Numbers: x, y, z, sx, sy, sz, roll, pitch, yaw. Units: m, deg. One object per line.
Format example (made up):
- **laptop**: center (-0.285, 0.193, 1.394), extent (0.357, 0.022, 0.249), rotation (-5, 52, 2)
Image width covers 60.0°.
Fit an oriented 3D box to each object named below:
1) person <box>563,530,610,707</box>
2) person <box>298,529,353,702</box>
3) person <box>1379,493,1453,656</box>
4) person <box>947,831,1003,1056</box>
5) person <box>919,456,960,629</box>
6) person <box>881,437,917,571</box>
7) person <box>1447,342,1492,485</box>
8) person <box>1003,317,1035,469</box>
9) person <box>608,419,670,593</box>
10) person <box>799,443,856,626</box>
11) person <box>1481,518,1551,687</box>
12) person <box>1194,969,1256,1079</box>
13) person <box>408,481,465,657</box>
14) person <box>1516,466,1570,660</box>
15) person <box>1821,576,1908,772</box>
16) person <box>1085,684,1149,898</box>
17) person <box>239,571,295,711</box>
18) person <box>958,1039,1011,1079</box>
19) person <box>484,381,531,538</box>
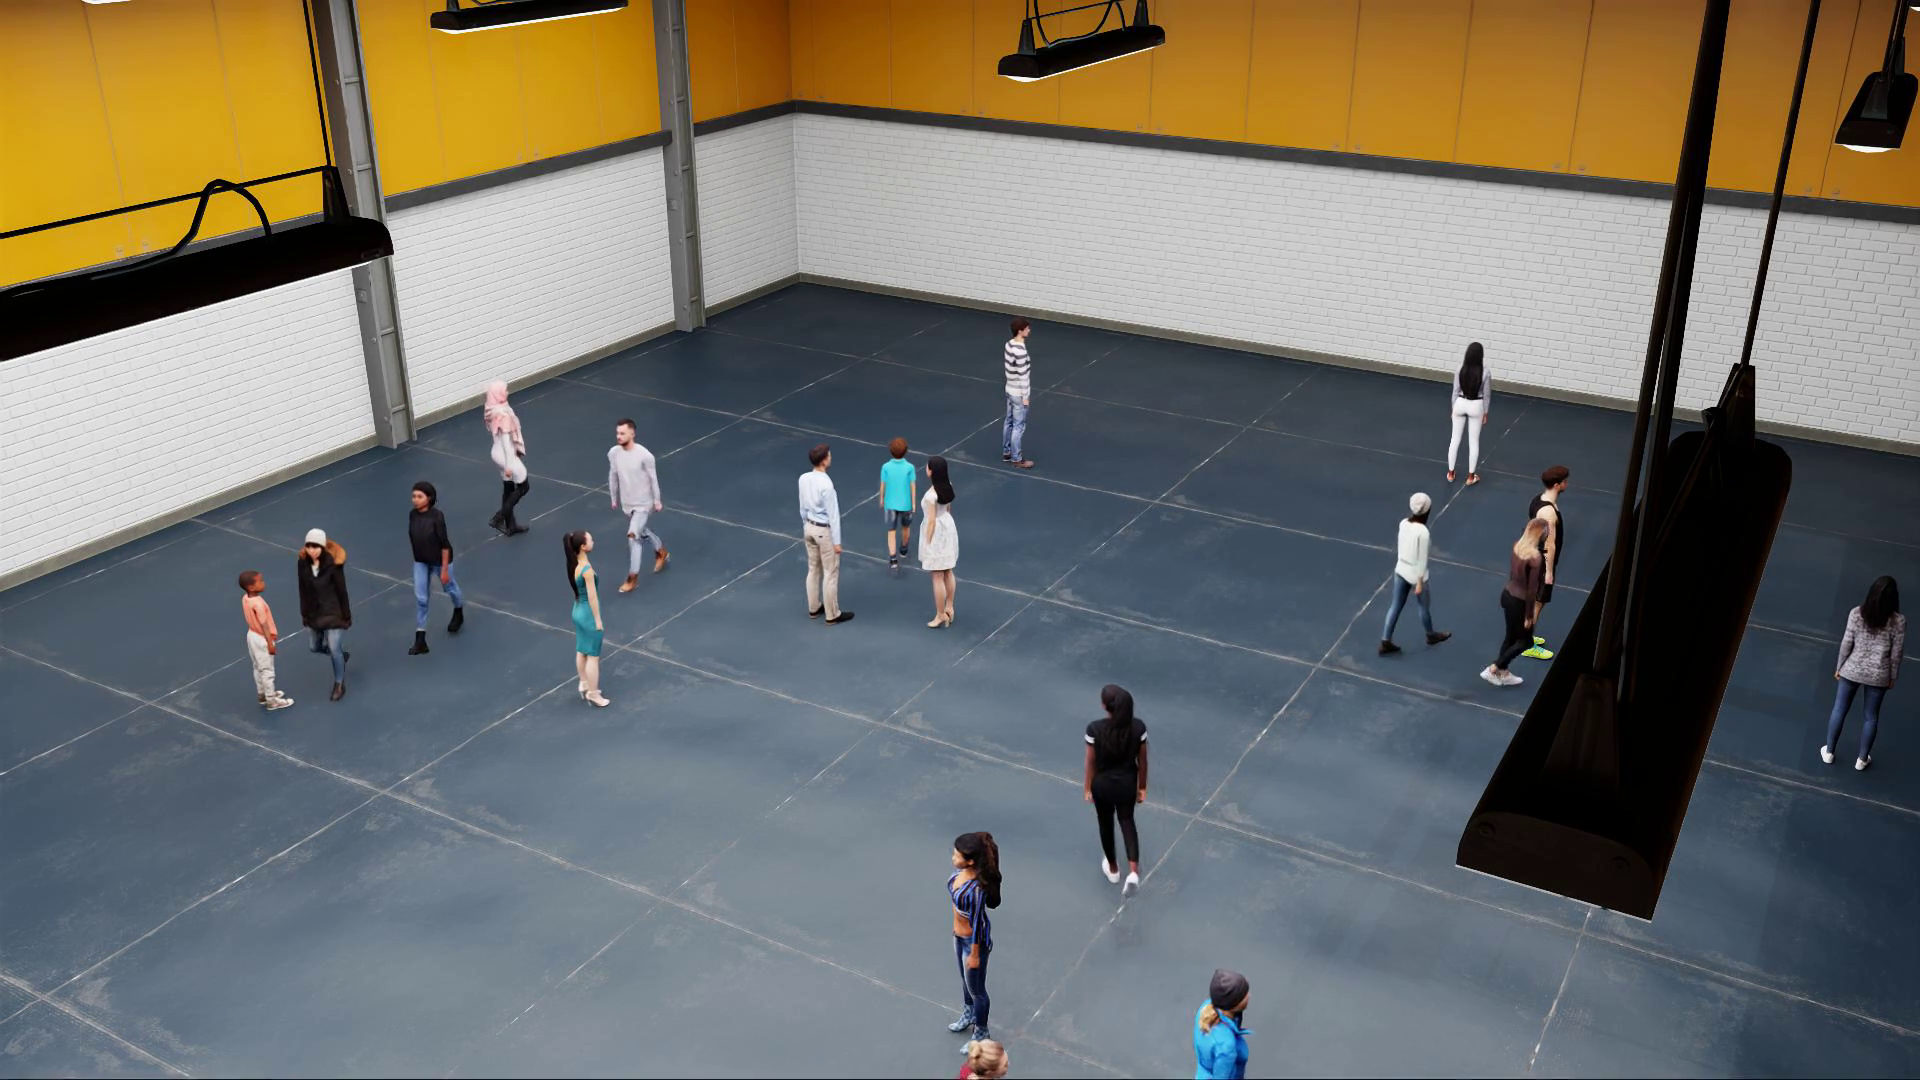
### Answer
- **person**: center (-3.321, 0.688, 14.801), extent (0.601, 1.688, 0.611), rotation (-16, 28, -32)
- **person**: center (-5.702, 0.627, 15.019), extent (0.782, 1.625, 0.865), rotation (3, 24, 7)
- **person**: center (4.200, 0.343, 15.679), extent (1.070, 1.617, 0.922), rotation (-11, 26, -23)
- **person**: center (0.073, 2.551, 10.626), extent (0.754, 1.617, 0.697), rotation (-7, 24, -15)
- **person**: center (-0.213, 0.015, 16.233), extent (0.689, 1.774, 0.551), rotation (13, 27, 27)
- **person**: center (-0.660, -0.370, 17.548), extent (0.827, 1.427, 1.005), rotation (0, 24, -1)
- **person**: center (6.060, -1.520, 19.808), extent (0.587, 1.723, 0.506), rotation (13, 27, 26)
- **person**: center (0.697, -1.817, 20.328), extent (0.757, 1.850, 0.717), rotation (-8, 25, -17)
- **person**: center (-3.292, -0.412, 17.177), extent (0.744, 1.800, 1.130), rotation (10, 26, 22)
- **person**: center (-1.352, -0.066, 16.328), extent (0.698, 1.847, 0.674), rotation (21, 31, 39)
- **person**: center (4.965, 0.593, 15.020), extent (0.902, 1.687, 0.841), rotation (-6, 24, -13)
- **person**: center (1.317, 3.105, 9.179), extent (1.095, 1.762, 1.140), rotation (-2, 24, -6)
- **person**: center (-4.987, 0.218, 15.932), extent (0.878, 1.644, 1.250), rotation (4, 24, 9)
- **person**: center (5.482, 0.190, 15.685), extent (0.838, 1.892, 0.694), rotation (1, 24, 3)
- **person**: center (7.525, 1.091, 13.822), extent (0.603, 1.733, 0.506), rotation (13, 27, 27)
- **person**: center (1.141, 1.853, 12.103), extent (0.926, 1.714, 1.041), rotation (-2, 24, -4)
- **person**: center (-6.242, 0.881, 14.832), extent (0.544, 1.309, 0.541), rotation (-20, 31, -38)
- **person**: center (0.077, 3.309, 8.801), extent (0.921, 1.691, 0.854), rotation (-9, 25, -19)
- **person**: center (-5.049, -0.854, 18.195), extent (0.831, 1.796, 0.757), rotation (-18, 30, -36)
